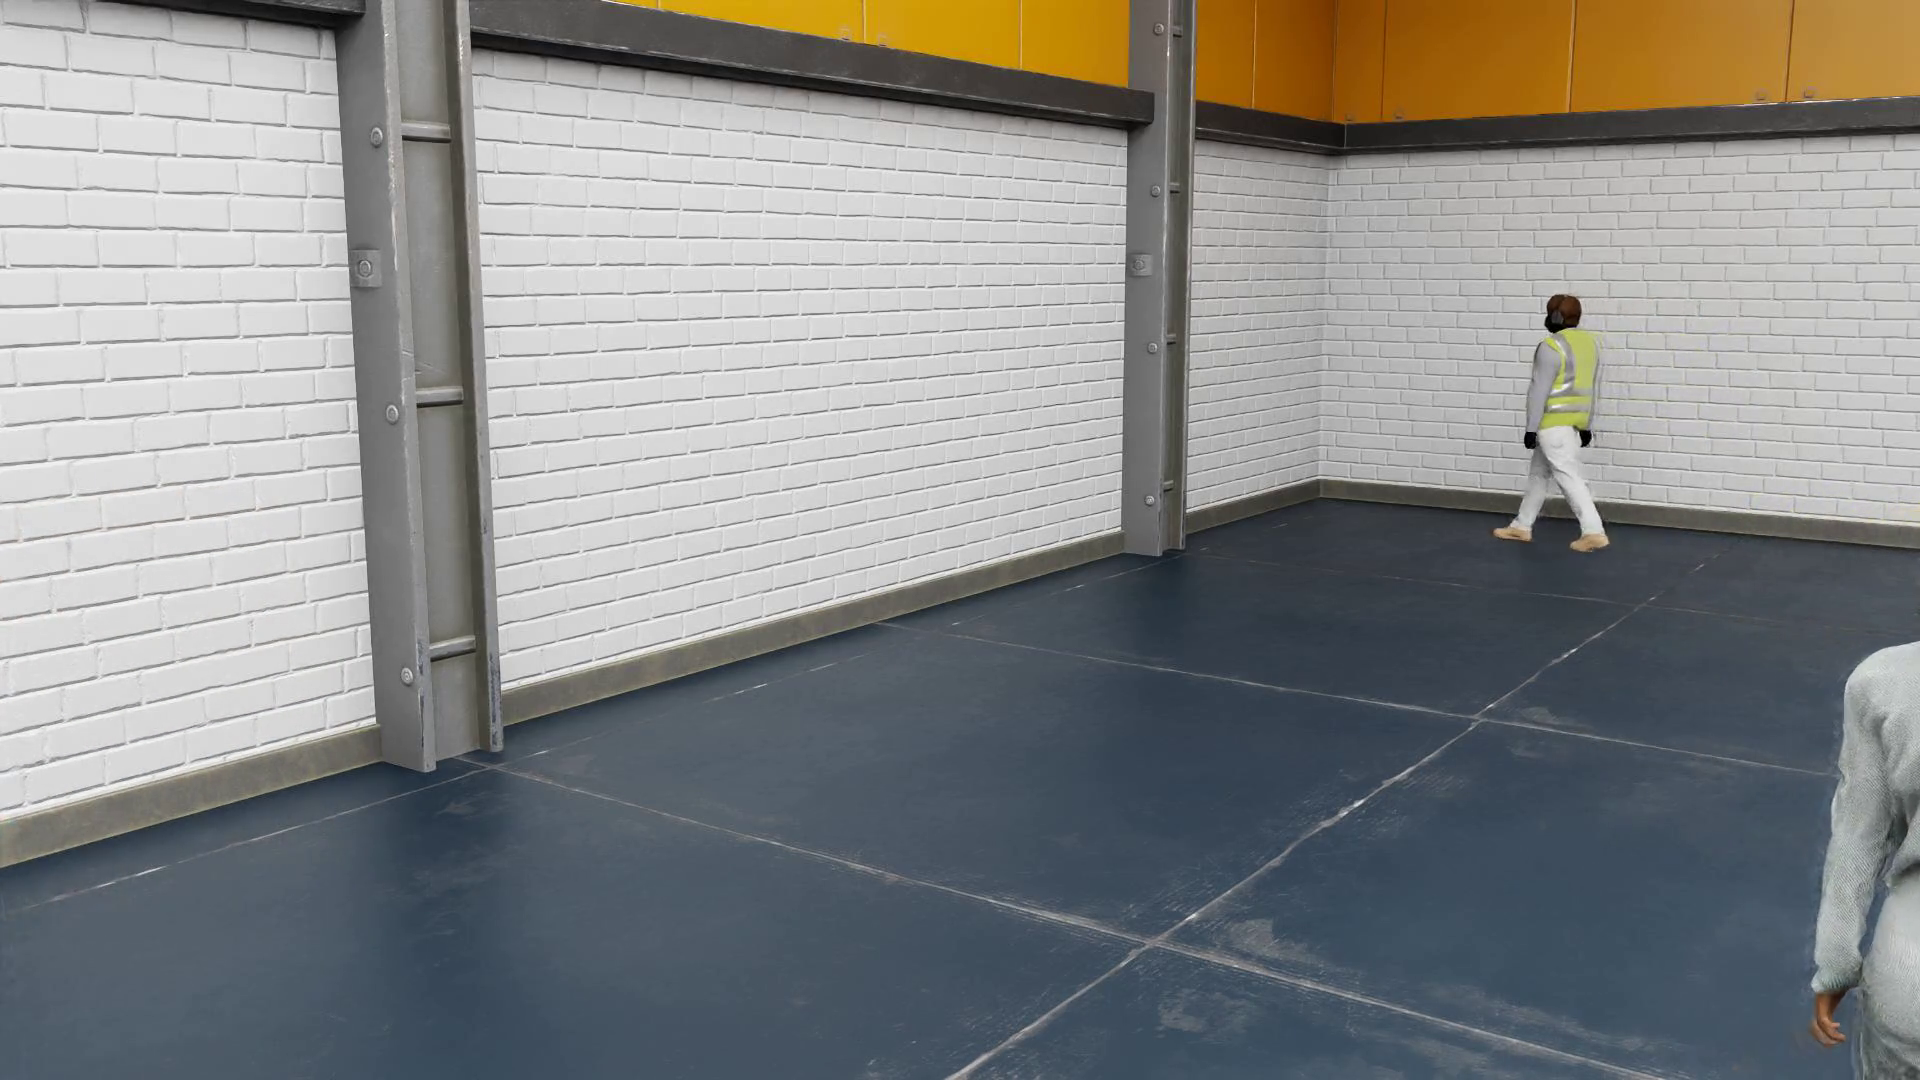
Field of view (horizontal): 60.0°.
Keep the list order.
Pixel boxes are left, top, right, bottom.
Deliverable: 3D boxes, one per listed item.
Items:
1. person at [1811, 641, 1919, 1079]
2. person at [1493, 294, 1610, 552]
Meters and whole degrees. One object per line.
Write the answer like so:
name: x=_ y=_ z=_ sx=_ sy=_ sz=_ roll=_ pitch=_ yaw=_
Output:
person: x=1.652 y=0.725 z=2.648 sx=0.357 sy=1.727 sz=0.501 roll=-8 pitch=12 yaw=-40
person: x=4.230 y=-0.830 z=11.715 sx=0.635 sy=1.801 sz=0.938 roll=-9 pitch=13 yaw=-42
